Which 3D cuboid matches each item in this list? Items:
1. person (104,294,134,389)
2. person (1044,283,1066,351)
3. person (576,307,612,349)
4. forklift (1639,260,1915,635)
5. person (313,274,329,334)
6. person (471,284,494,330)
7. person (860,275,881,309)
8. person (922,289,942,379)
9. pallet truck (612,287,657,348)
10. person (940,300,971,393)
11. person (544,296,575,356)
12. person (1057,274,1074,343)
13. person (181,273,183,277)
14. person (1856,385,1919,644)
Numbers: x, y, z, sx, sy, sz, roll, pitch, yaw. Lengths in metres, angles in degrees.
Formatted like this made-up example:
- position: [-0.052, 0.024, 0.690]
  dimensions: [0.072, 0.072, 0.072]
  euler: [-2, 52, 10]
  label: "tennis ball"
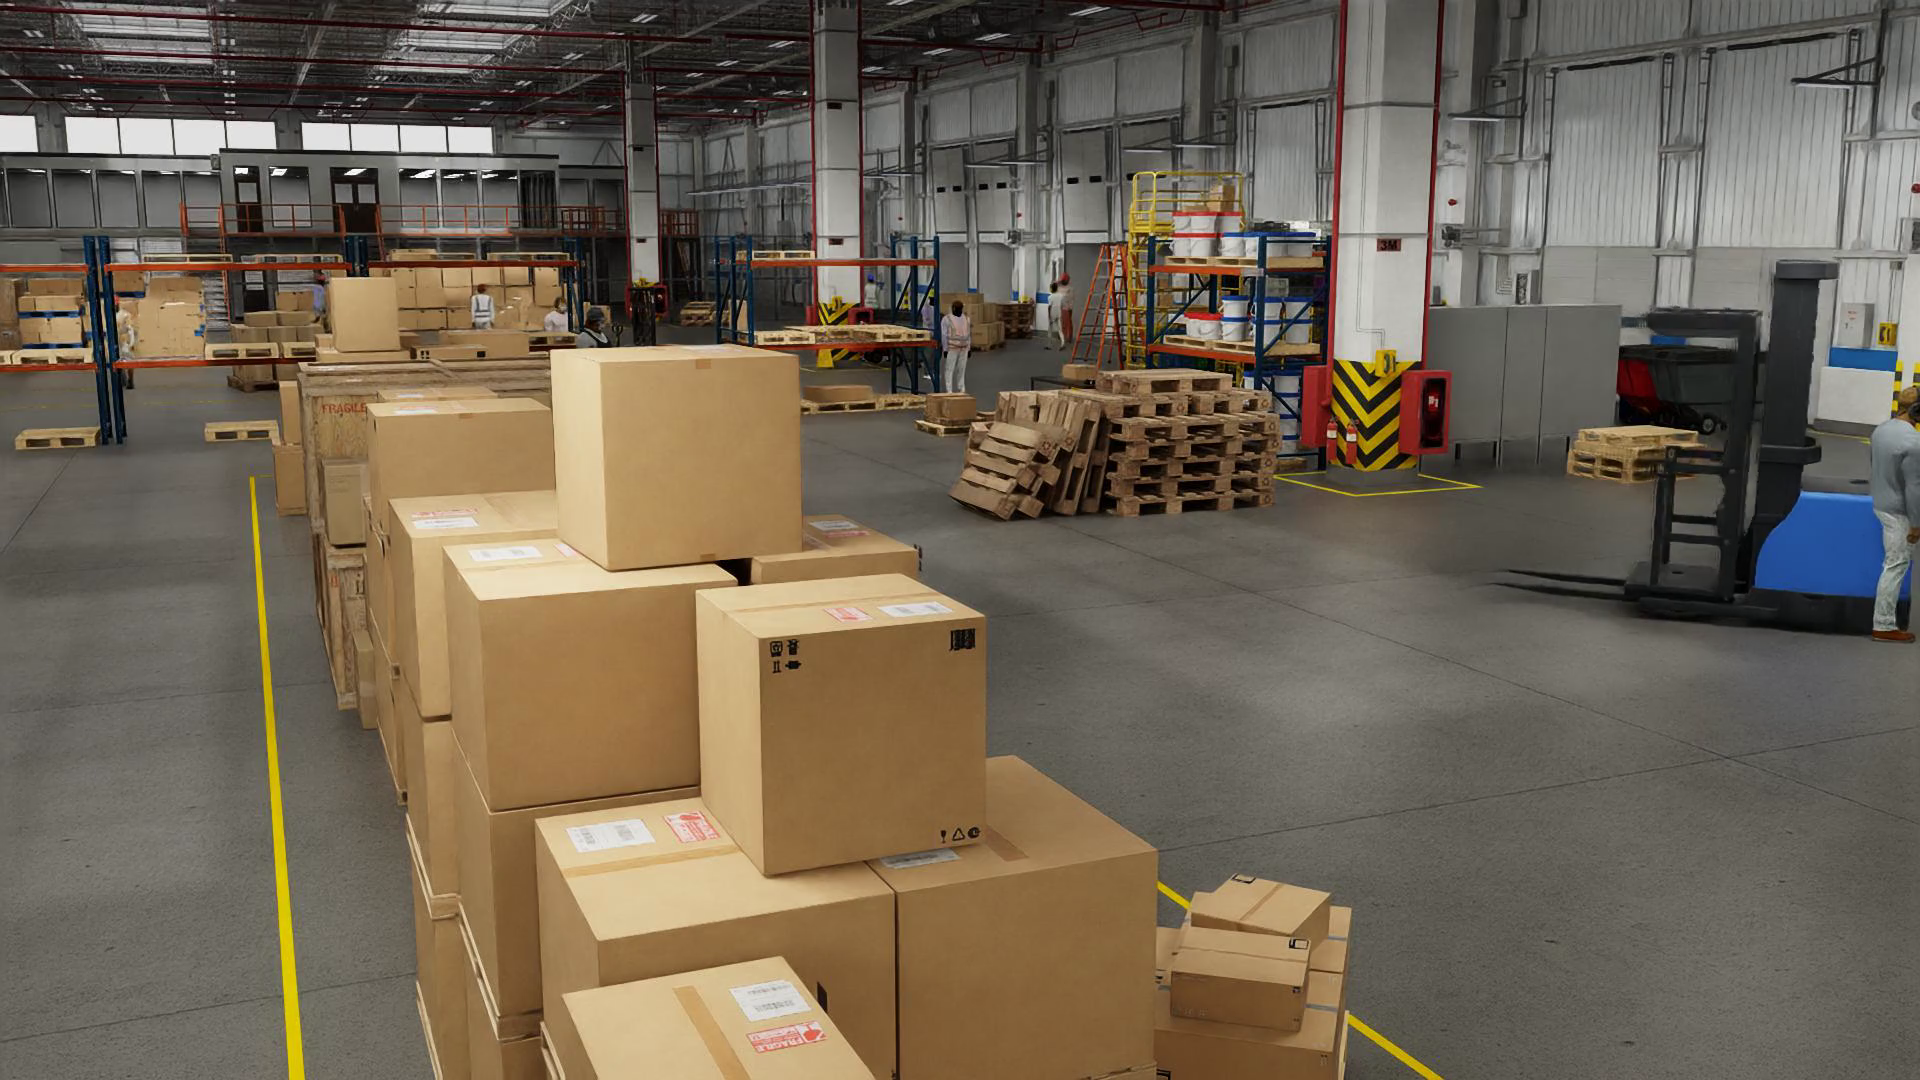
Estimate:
- position: [-16.672, -3.931, 33.022]
  dimensions: [0.574, 1.904, 0.534]
  euler: [-1, 10, -7]
  label: "person"
- position: [2.570, -5.954, 44.429]
  dimensions: [0.519, 1.830, 0.951]
  euler: [-4, 11, -23]
  label: "person"
- position: [-5.131, -2.306, 23.709]
  dimensions: [0.538, 2.000, 0.683]
  euler: [2, 11, 13]
  label: "person"
- position: [6.478, -0.787, 13.025]
  dimensions: [1.873, 2.768, 1.129]
  euler: [5, 12, 27]
  label: "forklift"
- position: [-19.459, -7.124, 50.617]
  dimensions: [0.552, 1.937, 0.441]
  euler: [9, 13, 40]
  label: "person"
- position: [-12.171, -5.579, 42.261]
  dimensions: [0.612, 1.847, 0.910]
  euler: [-7, 12, -34]
  label: "person"
- position: [-2.745, -7.181, 51.003]
  dimensions: [0.604, 1.902, 1.035]
  euler: [-1, 10, -7]
  label: "person"
- position: [-0.580, -4.402, 35.583]
  dimensions: [0.382, 1.922, 0.594]
  euler: [6, 12, 28]
  label: "person"
- position: [-6.464, -4.406, 35.401]
  dimensions: [0.823, 1.965, 1.885]
  euler: [6, 12, 32]
  label: "pallet truck"
- position: [-0.054, -3.577, 31.262]
  dimensions: [0.627, 1.845, 0.429]
  euler: [-7, 12, -32]
  label: "person"
- position: [-7.351, -3.524, 30.706]
  dimensions: [0.372, 1.940, 0.631]
  euler: [9, 14, 41]
  label: "person"
- position: [3.044, -6.684, 48.000]
  dimensions: [0.407, 1.980, 0.622]
  euler: [-6, 12, -29]
  label: "person"
- position: [-26.760, -8.354, 57.620]
  dimensions: [0.964, 1.842, 0.574]
  euler: [-3, 11, -15]
  label: "person"
- position: [6.967, -0.190, 12.371]
  dimensions: [0.381, 1.929, 0.634]
  euler: [0, 10, 1]
  label: "person"
